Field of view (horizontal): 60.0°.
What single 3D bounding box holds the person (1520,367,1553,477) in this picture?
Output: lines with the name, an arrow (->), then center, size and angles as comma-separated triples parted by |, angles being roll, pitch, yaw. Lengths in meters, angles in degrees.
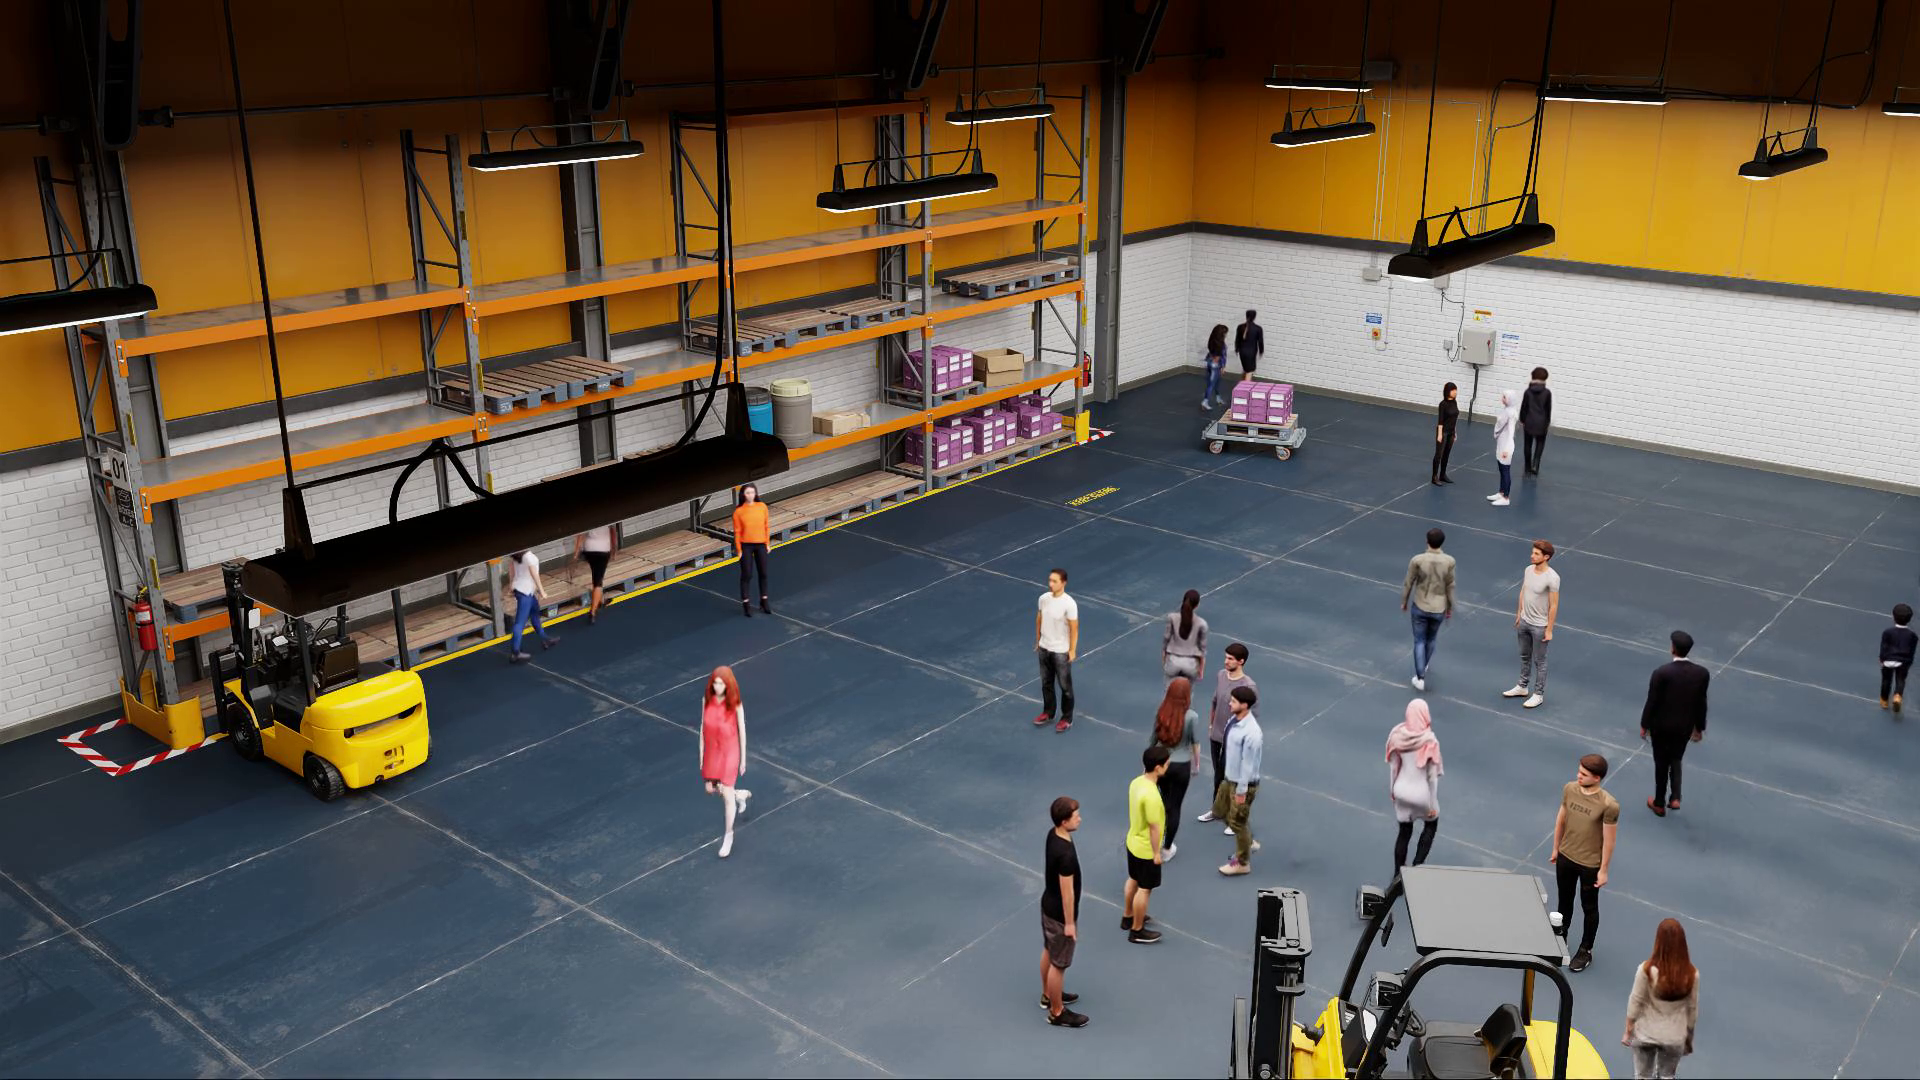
person -> 9.235, -1.871, 26.675 | 0.705, 1.765, 0.677 | 7, 20, 20

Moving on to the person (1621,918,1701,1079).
person -> 4.733, 3.379, 11.195 | 0.818, 1.695, 0.918 | 3, 19, 9

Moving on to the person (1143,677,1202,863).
person -> 1.888, 2.098, 14.953 | 0.728, 1.724, 0.727 | 7, 20, 21

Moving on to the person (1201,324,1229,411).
person -> 4.685, -3.198, 30.880 | 0.951, 1.597, 0.829 | -9, 21, -25

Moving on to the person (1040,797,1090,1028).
person -> 0.759, 2.795, 12.669 | 0.809, 1.861, 0.757 | -2, 19, -7

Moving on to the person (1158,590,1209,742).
person -> 2.296, 1.348, 17.293 | 0.786, 1.653, 0.911 | 5, 19, 16

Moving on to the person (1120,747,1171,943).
person -> 1.519, 2.510, 13.769 | 0.744, 1.699, 0.706 | -4, 19, -12

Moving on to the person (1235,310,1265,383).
person -> 5.517, -3.548, 31.850 | 0.844, 1.642, 1.050 | 10, 21, 26

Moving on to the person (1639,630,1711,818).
person -> 6.755, 1.776, 15.679 | 0.874, 1.872, 0.923 | 0, 19, -1

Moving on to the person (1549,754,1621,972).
person -> 5.015, 2.559, 13.387 | 0.654, 1.849, 0.720 | -13, 22, -33

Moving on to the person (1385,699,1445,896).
person -> 3.875, 2.257, 14.383 | 0.647, 1.787, 0.647 | 16, 24, 39

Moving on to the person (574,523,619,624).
person -> -4.542, 0.193, 20.650 | 0.958, 1.698, 1.094 | 0, 19, 1

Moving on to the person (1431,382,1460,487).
person -> 7.693, -1.703, 26.370 | 0.509, 1.642, 0.670 | -13, 23, -34

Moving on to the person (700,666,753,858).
person -> -2.128, 1.969, 15.206 | 0.776, 1.807, 1.007 | 7, 20, 21

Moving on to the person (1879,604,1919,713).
person -> 10.219, 1.300, 18.118 | 0.604, 1.216, 0.747 | 8, 20, 22

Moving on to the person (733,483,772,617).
person -> -2.611, 0.093, 20.875 | 0.625, 1.744, 0.757 | -10, 21, -26

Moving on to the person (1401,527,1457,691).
person -> 5.248, 0.800, 18.648 | 1.087, 1.827, 1.209 | 1, 19, 4

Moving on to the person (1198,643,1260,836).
person -> 2.538, 1.828, 15.554 | 0.620, 1.854, 0.717 | -14, 23, -35

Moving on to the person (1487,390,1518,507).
person -> 8.294, -1.407, 25.284 | 0.760, 1.775, 0.666 | 1, 19, 4

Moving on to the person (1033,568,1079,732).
person -> 1.037, 1.141, 17.675 | 0.639, 1.801, 0.517 | 14, 23, 36

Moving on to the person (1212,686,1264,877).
person -> 2.565, 2.139, 14.718 | 0.890, 1.797, 0.836 | -3, 19, -8

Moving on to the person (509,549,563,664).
person -> -5.142, 0.660, 19.333 | 0.994, 1.655, 0.711 | -14, 23, -35

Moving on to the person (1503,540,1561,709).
person -> 6.324, 0.897, 18.251 | 0.698, 1.895, 0.737 | -9, 20, -24
